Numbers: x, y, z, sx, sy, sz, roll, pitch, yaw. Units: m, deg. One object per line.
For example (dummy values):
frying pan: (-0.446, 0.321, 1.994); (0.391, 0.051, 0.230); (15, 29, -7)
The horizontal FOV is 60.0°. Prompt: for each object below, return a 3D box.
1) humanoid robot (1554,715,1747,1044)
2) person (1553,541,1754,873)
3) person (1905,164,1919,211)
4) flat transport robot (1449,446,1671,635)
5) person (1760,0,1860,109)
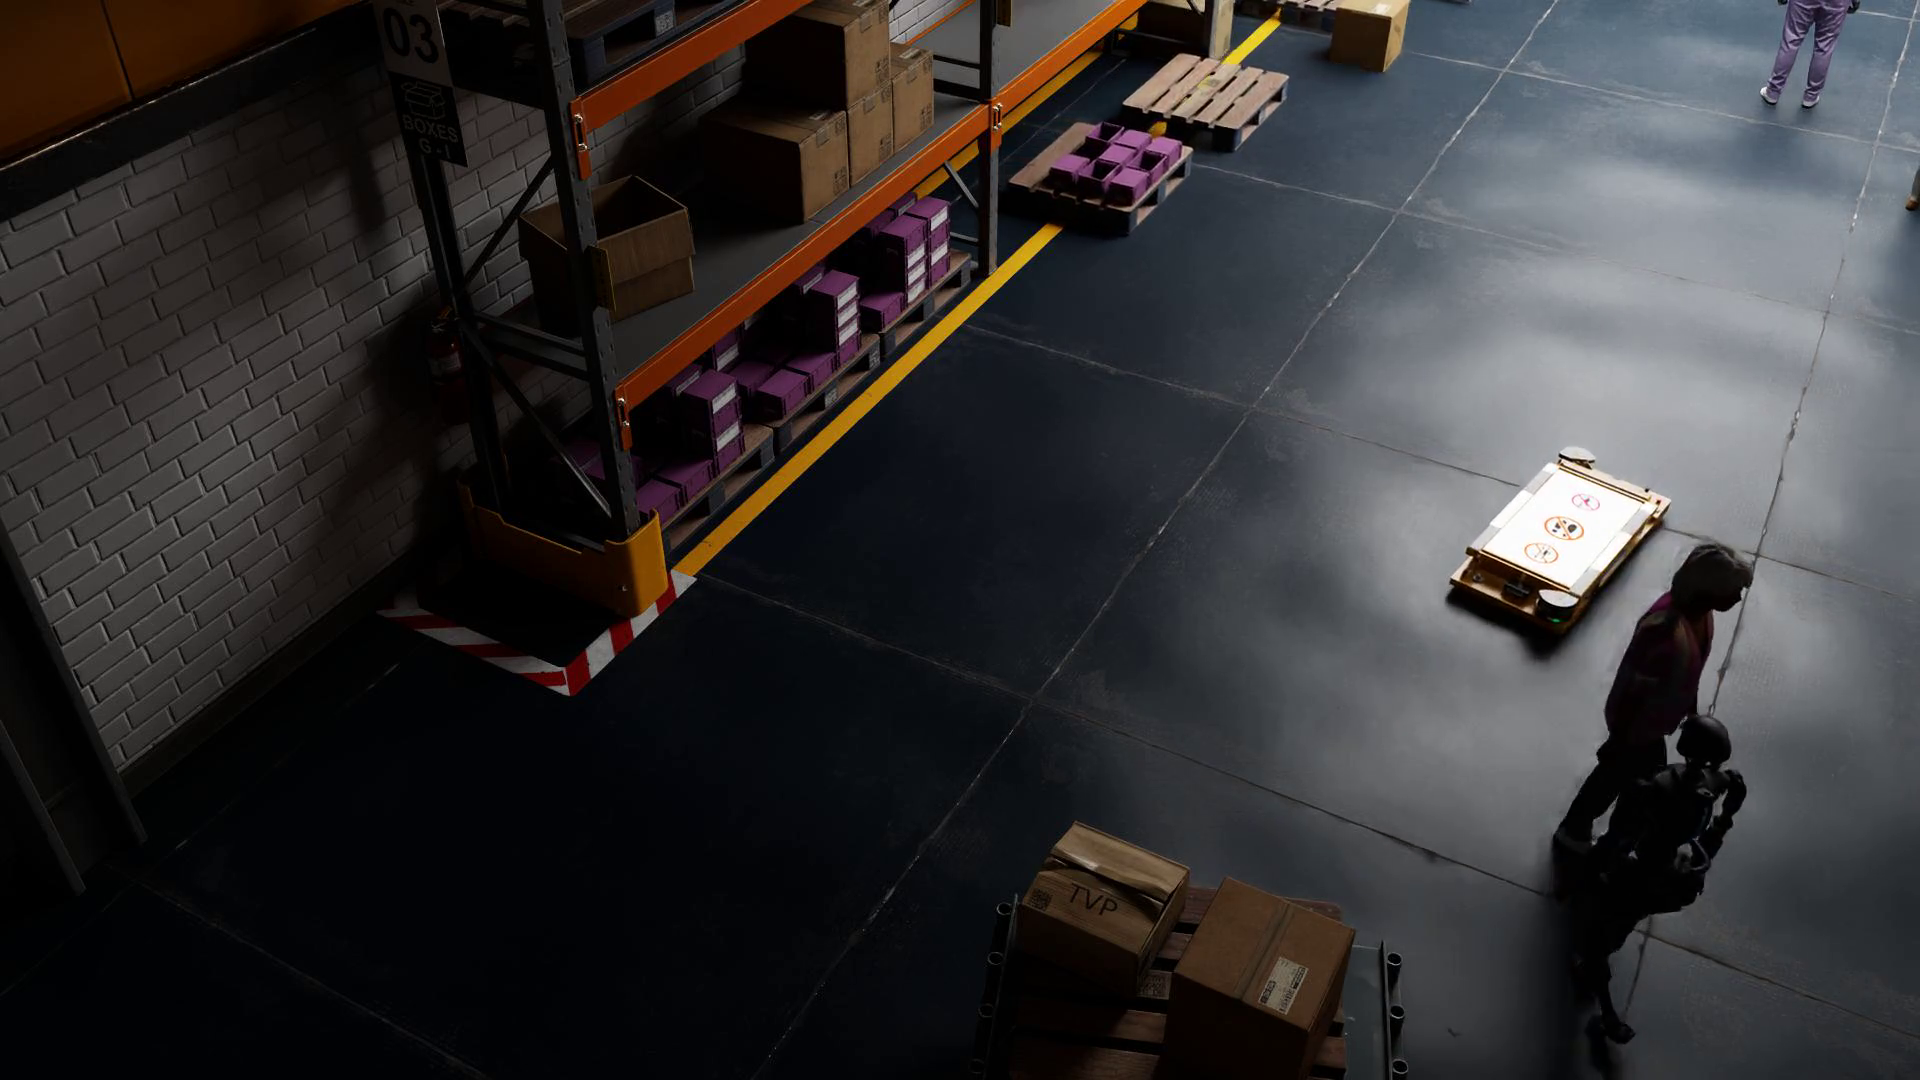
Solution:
humanoid robot: (2.670, 1.313, 6.483); (0.607, 1.662, 0.521); (-8, 39, -9)
person: (2.966, 0.773, 7.004); (0.631, 1.825, 0.531); (27, 46, 30)
person: (7.328, -3.223, 11.949); (0.375, 1.894, 0.577); (-31, 48, -33)
flat transport robot: (3.362, -0.022, 9.247); (0.659, 0.231, 1.431); (28, 46, 30)
person: (6.986, -4.447, 13.475); (0.638, 1.901, 0.410); (12, 40, 15)
